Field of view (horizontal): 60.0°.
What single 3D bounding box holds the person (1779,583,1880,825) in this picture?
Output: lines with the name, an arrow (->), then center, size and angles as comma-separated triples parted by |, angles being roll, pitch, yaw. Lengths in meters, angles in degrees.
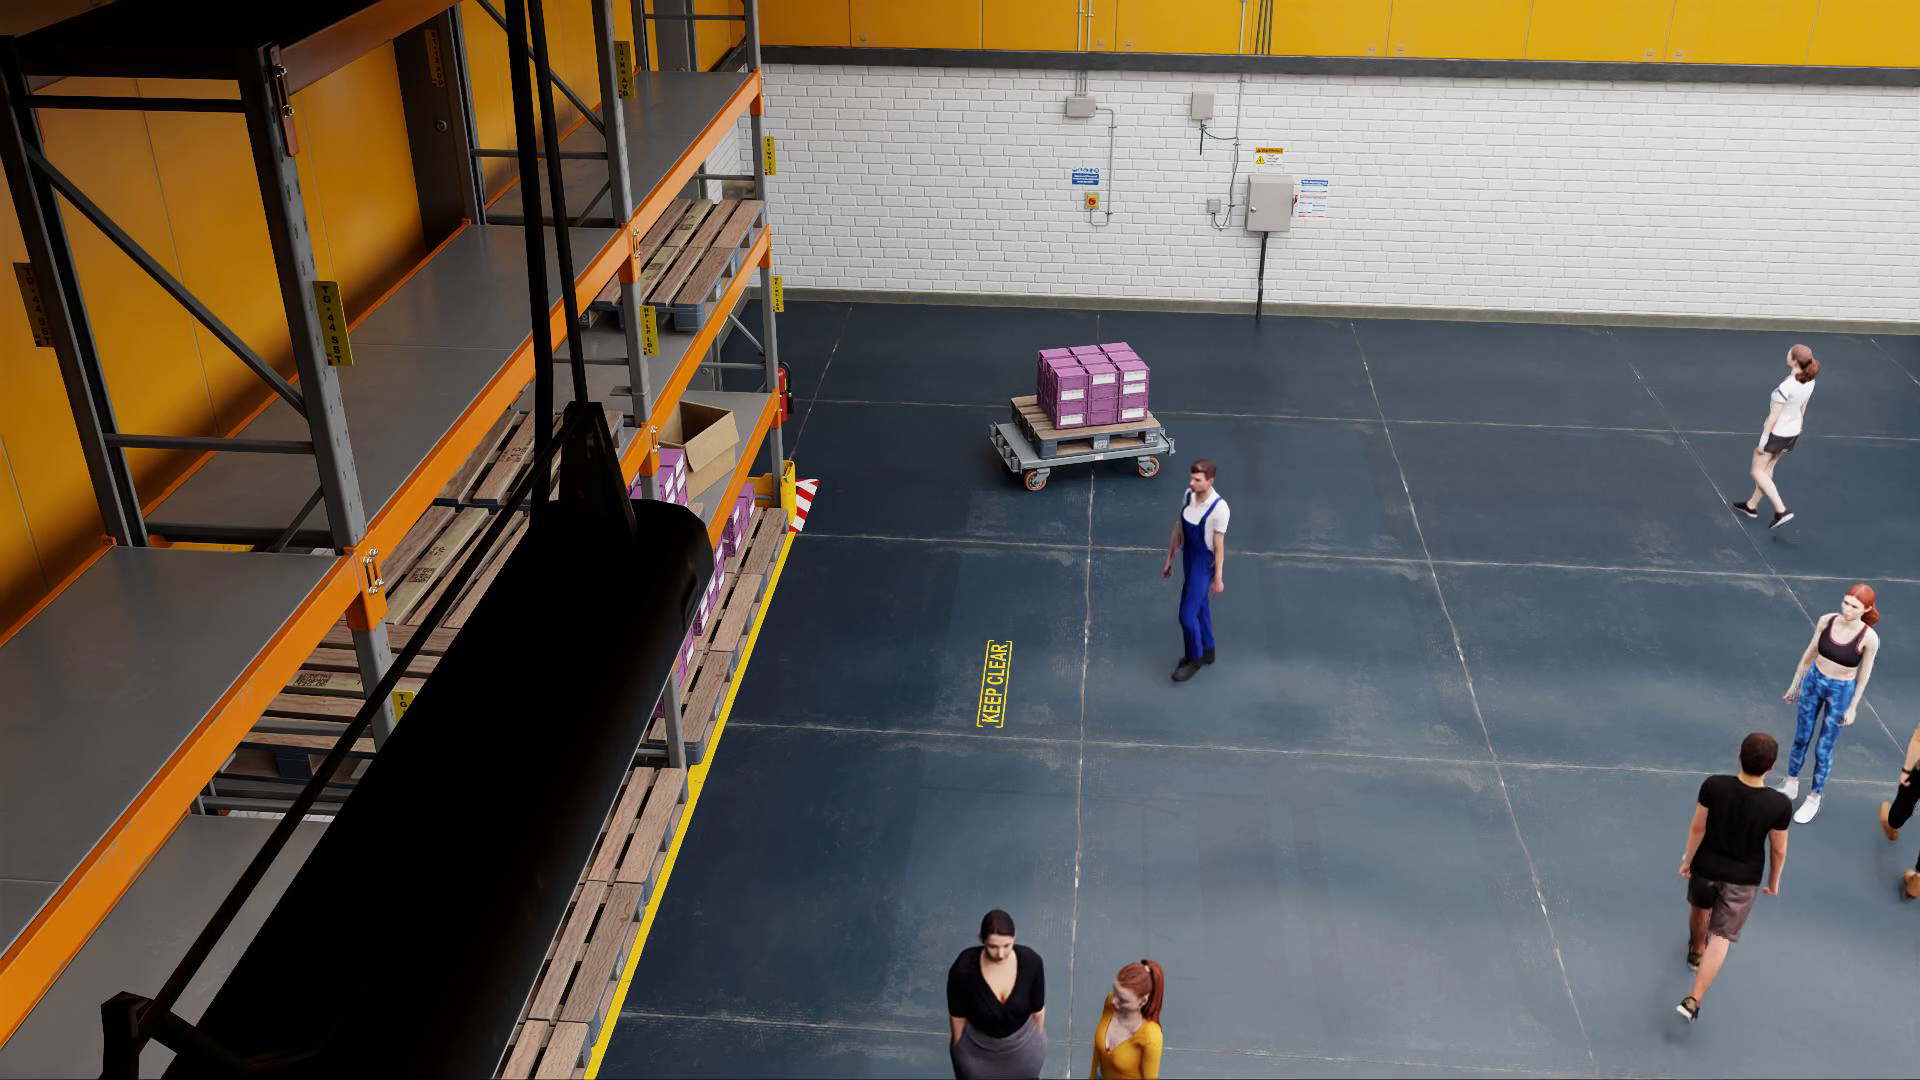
person -> 5.858, 1.064, 11.215 | 0.787, 1.786, 0.719 | -17, 33, -28

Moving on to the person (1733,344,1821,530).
person -> 7.362, -0.894, 14.858 | 0.871, 1.735, 1.042 | -12, 31, -21

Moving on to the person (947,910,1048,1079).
person -> 0.185, 2.550, 8.526 | 0.739, 1.752, 0.718 | -4, 29, -7

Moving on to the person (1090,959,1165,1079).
person -> 0.809, 2.742, 8.176 | 0.755, 1.750, 0.677 | -17, 33, -28

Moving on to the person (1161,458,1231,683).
person -> 1.918, 0.179, 12.790 | 0.886, 1.831, 0.831 | -14, 32, -24

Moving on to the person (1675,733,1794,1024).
person -> 4.379, 1.943, 9.552 | 1.052, 1.835, 1.293 | 18, 33, 29

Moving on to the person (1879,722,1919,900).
person -> 6.208, 1.510, 10.513 | 0.809, 1.675, 1.137 | 10, 30, 17
